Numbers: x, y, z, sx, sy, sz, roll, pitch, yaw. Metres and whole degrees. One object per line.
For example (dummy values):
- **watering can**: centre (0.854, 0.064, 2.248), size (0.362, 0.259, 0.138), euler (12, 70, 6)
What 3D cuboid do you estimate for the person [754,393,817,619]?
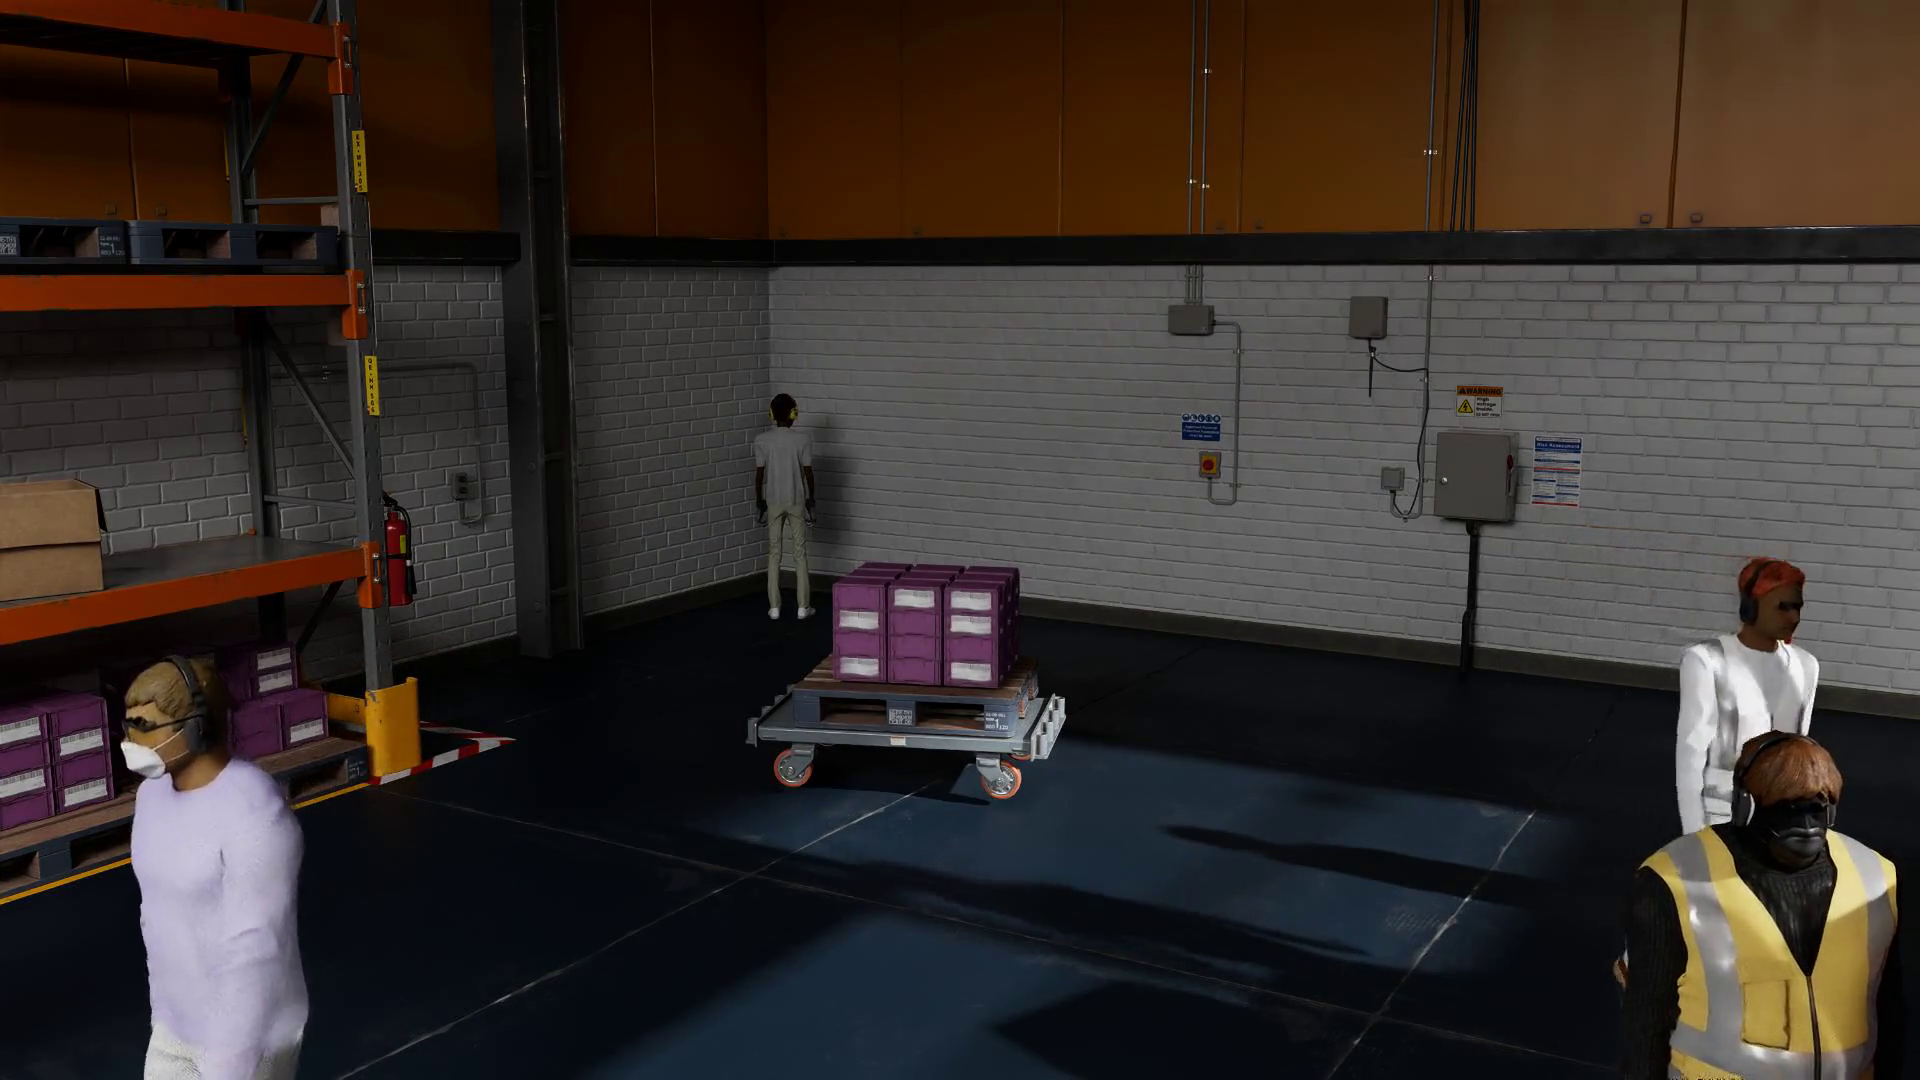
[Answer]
- **person**: centre (-1.435, -0.274, 13.687), size (0.521, 1.865, 0.327), euler (0, 9, 1)

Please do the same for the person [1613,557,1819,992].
- **person**: centre (2.771, 0.970, 5.956), size (0.588, 1.856, 0.890), euler (-2, 9, -11)

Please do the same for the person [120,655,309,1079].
- **person**: centre (-1.829, 1.228, 4.076), size (0.646, 1.931, 0.421), euler (7, 12, 38)

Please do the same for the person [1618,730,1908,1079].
- **person**: centre (1.825, 1.326, 3.799), size (0.626, 1.836, 0.429), euler (0, 9, -1)
